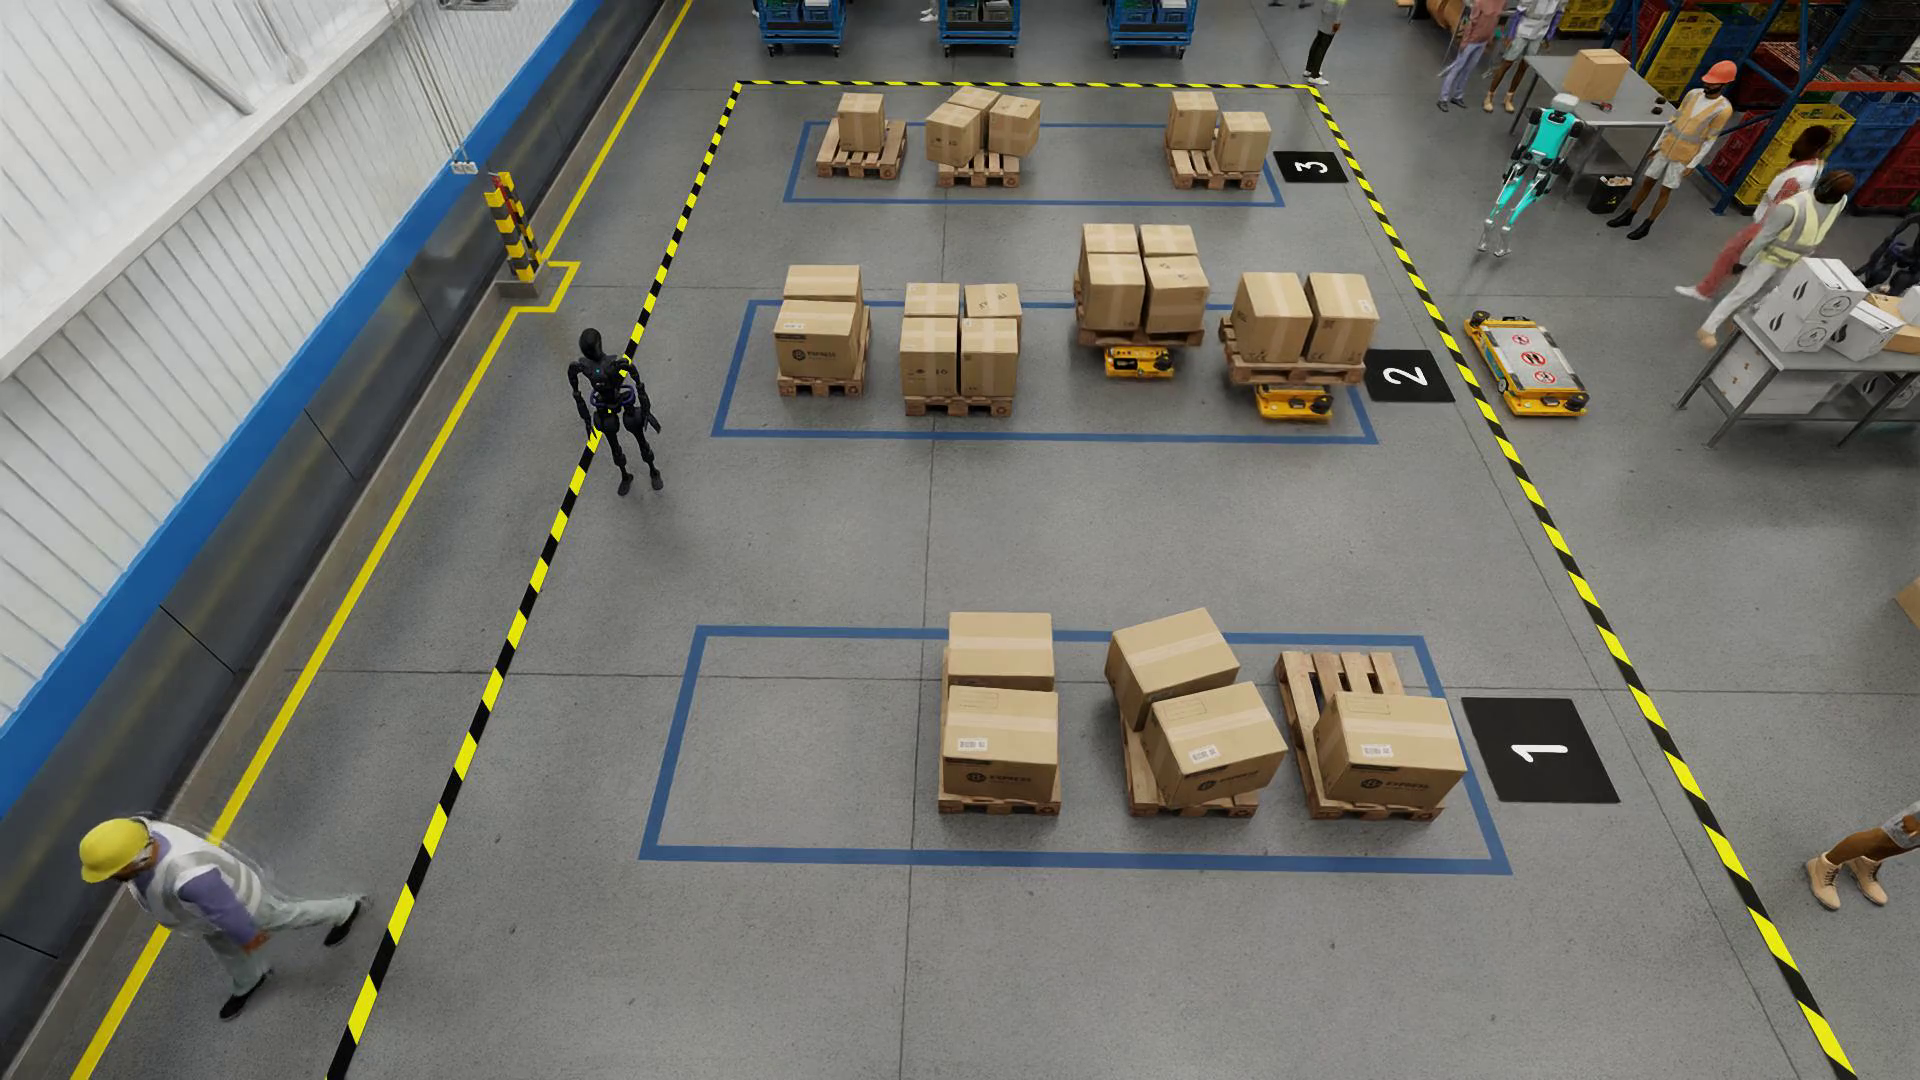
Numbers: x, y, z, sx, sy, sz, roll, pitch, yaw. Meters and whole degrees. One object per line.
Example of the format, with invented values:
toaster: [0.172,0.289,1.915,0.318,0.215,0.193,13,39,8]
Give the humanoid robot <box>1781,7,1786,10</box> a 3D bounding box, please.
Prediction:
humanoid robot: [13.780,-9.599,14.900,0.315,1.657,0.599,4,49,4]

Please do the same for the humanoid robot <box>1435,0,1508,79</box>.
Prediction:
humanoid robot: [7.599,-7.468,13.065,1.030,1.782,0.530,-1,49,-1]

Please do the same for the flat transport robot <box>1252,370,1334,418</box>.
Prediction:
flat transport robot: [3.172,-1.740,9.021,0.652,0.197,1.431,1,49,1]

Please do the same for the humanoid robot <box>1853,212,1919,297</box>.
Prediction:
humanoid robot: [9.206,-2.680,8.953,0.595,1.630,0.754,26,54,21]

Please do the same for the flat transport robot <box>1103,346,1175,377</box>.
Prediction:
flat transport robot: [1.782,-2.206,9.424,0.652,0.197,1.431,1,49,1]

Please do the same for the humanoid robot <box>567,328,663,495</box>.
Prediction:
humanoid robot: [-2.786,-1.029,7.484,0.599,1.655,0.315,-7,50,-6]

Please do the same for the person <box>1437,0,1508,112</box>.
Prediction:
person: [6.977,-6.738,12.372,0.524,1.771,0.302,-16,51,-13]

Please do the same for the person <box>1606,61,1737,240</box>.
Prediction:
person: [7.908,-4.278,10.133,0.371,1.934,0.550,-16,51,-13]

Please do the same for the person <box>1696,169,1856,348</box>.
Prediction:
person: [7.953,-2.769,8.918,0.809,1.807,0.530,-9,50,-8]

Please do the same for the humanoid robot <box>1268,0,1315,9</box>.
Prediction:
humanoid robot: [5.581,-9.566,14.900,0.714,1.629,0.612,-3,49,-3]

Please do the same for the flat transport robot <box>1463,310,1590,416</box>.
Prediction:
flat transport robot: [5.573,-1.757,9.054,0.659,0.231,1.431,1,49,1]

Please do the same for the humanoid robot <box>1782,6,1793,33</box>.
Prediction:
humanoid robot: [13.309,-8.743,14.159,0.599,1.657,0.315,-10,50,-9]

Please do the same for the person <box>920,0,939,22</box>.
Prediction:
person: [-0.497,-9.235,14.470,0.327,1.868,0.516,4,49,3]

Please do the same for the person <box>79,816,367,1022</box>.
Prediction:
person: [-3.953,1.935,4.853,0.610,1.792,0.838,21,52,17]

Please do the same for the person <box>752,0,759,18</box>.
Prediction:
person: [-3.267,-9.369,14.584,0.508,1.872,0.328,-15,51,-12]

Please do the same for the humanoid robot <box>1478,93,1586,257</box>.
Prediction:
humanoid robot: [5.983,-3.806,9.770,0.735,1.673,0.533,-35,58,-27]

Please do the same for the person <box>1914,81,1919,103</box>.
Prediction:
person: [13.132,-6.345,12.055,0.499,1.723,0.608,-2,49,-1]

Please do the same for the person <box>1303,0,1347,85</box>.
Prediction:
person: [5.290,-7.444,12.929,0.390,1.850,0.599,0,49,0]

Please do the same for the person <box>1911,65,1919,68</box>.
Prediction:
person: [14.536,-7.899,13.336,0.387,1.836,0.561,-21,52,-17]

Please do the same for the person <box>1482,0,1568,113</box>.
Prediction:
person: [7.621,-6.756,12.215,0.614,2.037,0.406,2,49,2]

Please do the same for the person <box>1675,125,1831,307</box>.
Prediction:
person: [8.194,-3.180,9.219,0.751,1.889,0.605,33,57,25]

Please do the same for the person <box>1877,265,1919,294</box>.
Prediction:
person: [10.194,-3.223,9.294,0.360,1.832,0.500,-6,49,-5]

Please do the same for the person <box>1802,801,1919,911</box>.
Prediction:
person: [5.590,1.509,5.052,0.603,2.048,0.366,-2,49,-2]
